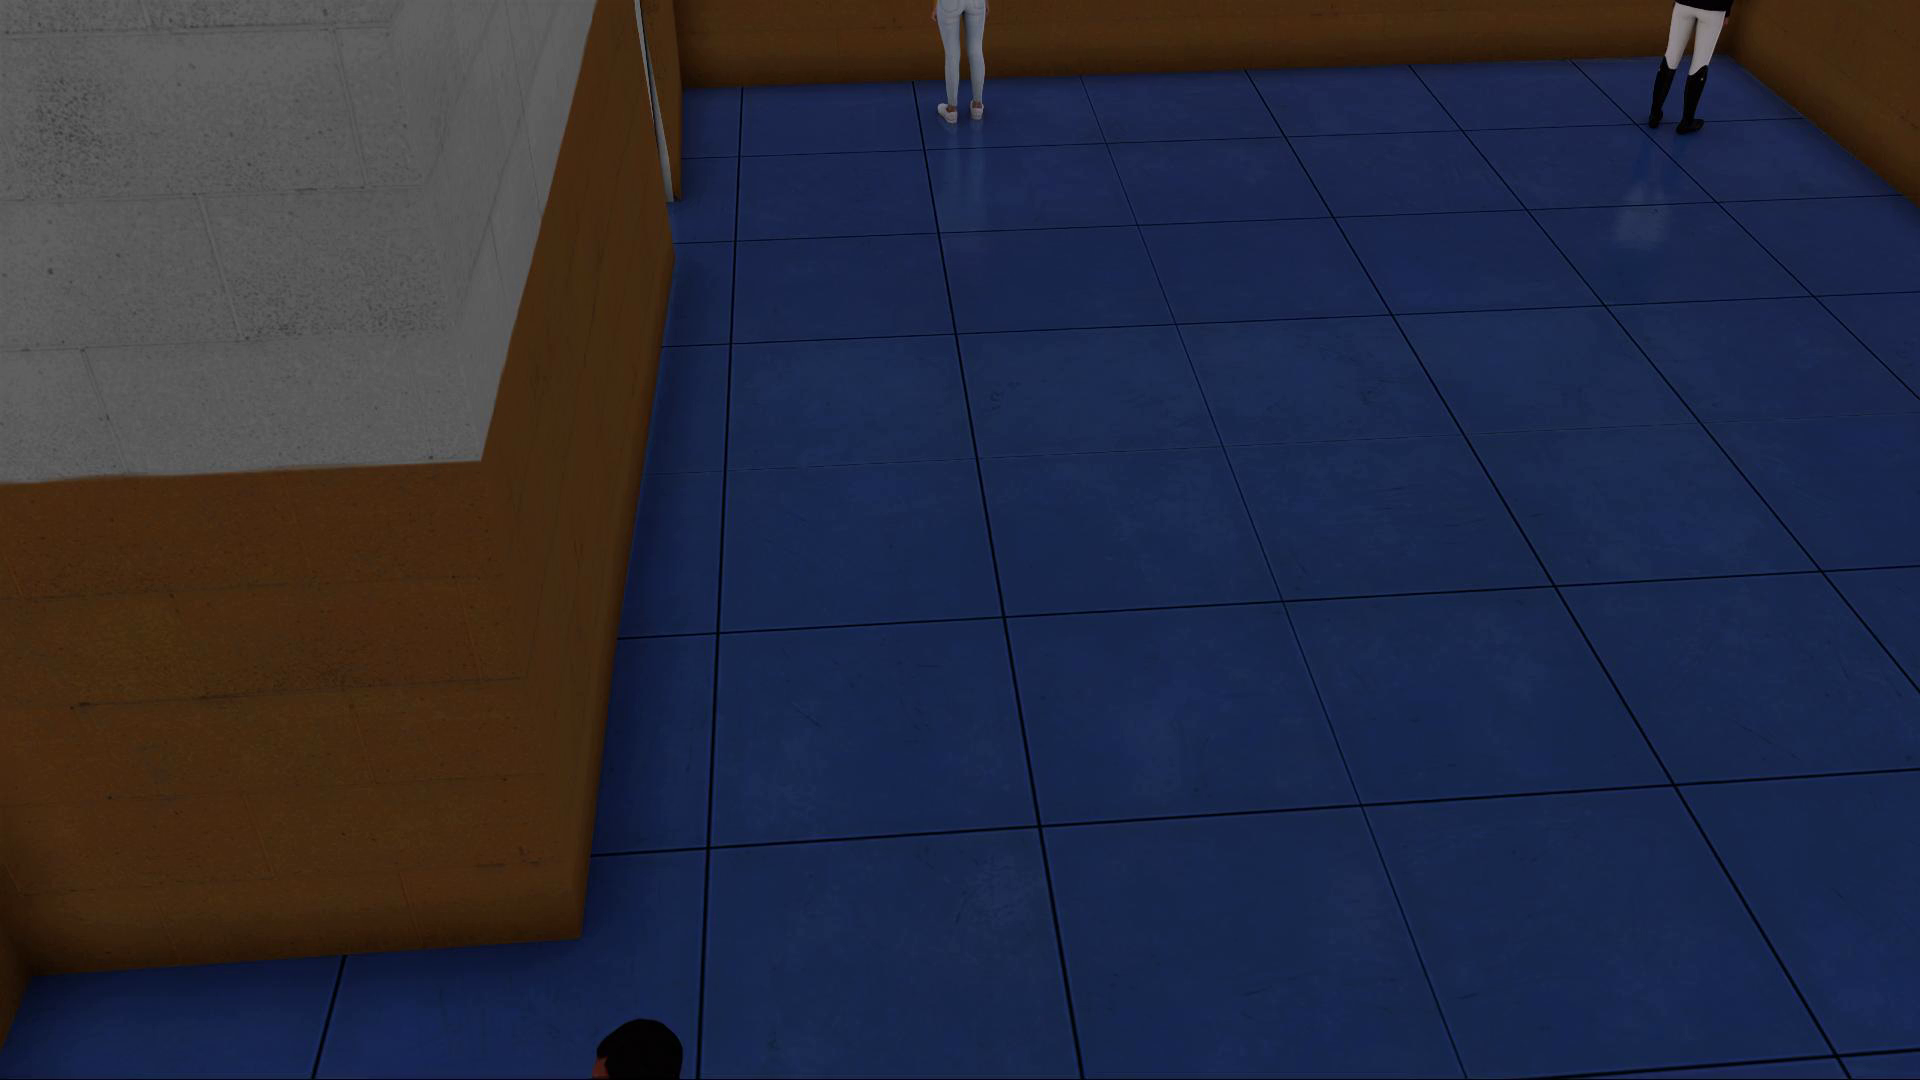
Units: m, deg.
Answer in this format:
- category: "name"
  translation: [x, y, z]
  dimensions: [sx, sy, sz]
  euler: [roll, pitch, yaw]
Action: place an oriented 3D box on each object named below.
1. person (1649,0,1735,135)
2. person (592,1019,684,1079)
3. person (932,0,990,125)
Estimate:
- category: "person"
  translation: [5.263, -3.761, 11.832]
  dimensions: [0.658, 1.730, 0.718]
  euler: [27, 44, 31]
- category: "person"
  translation: [-0.773, 1.842, 4.372]
  dimensions: [0.707, 1.741, 0.664]
  euler: [-31, 47, -34]
- category: "person"
  translation: [0.012, -3.880, 11.988]
  dimensions: [0.543, 1.751, 0.675]
  euler: [-8, 38, -11]
